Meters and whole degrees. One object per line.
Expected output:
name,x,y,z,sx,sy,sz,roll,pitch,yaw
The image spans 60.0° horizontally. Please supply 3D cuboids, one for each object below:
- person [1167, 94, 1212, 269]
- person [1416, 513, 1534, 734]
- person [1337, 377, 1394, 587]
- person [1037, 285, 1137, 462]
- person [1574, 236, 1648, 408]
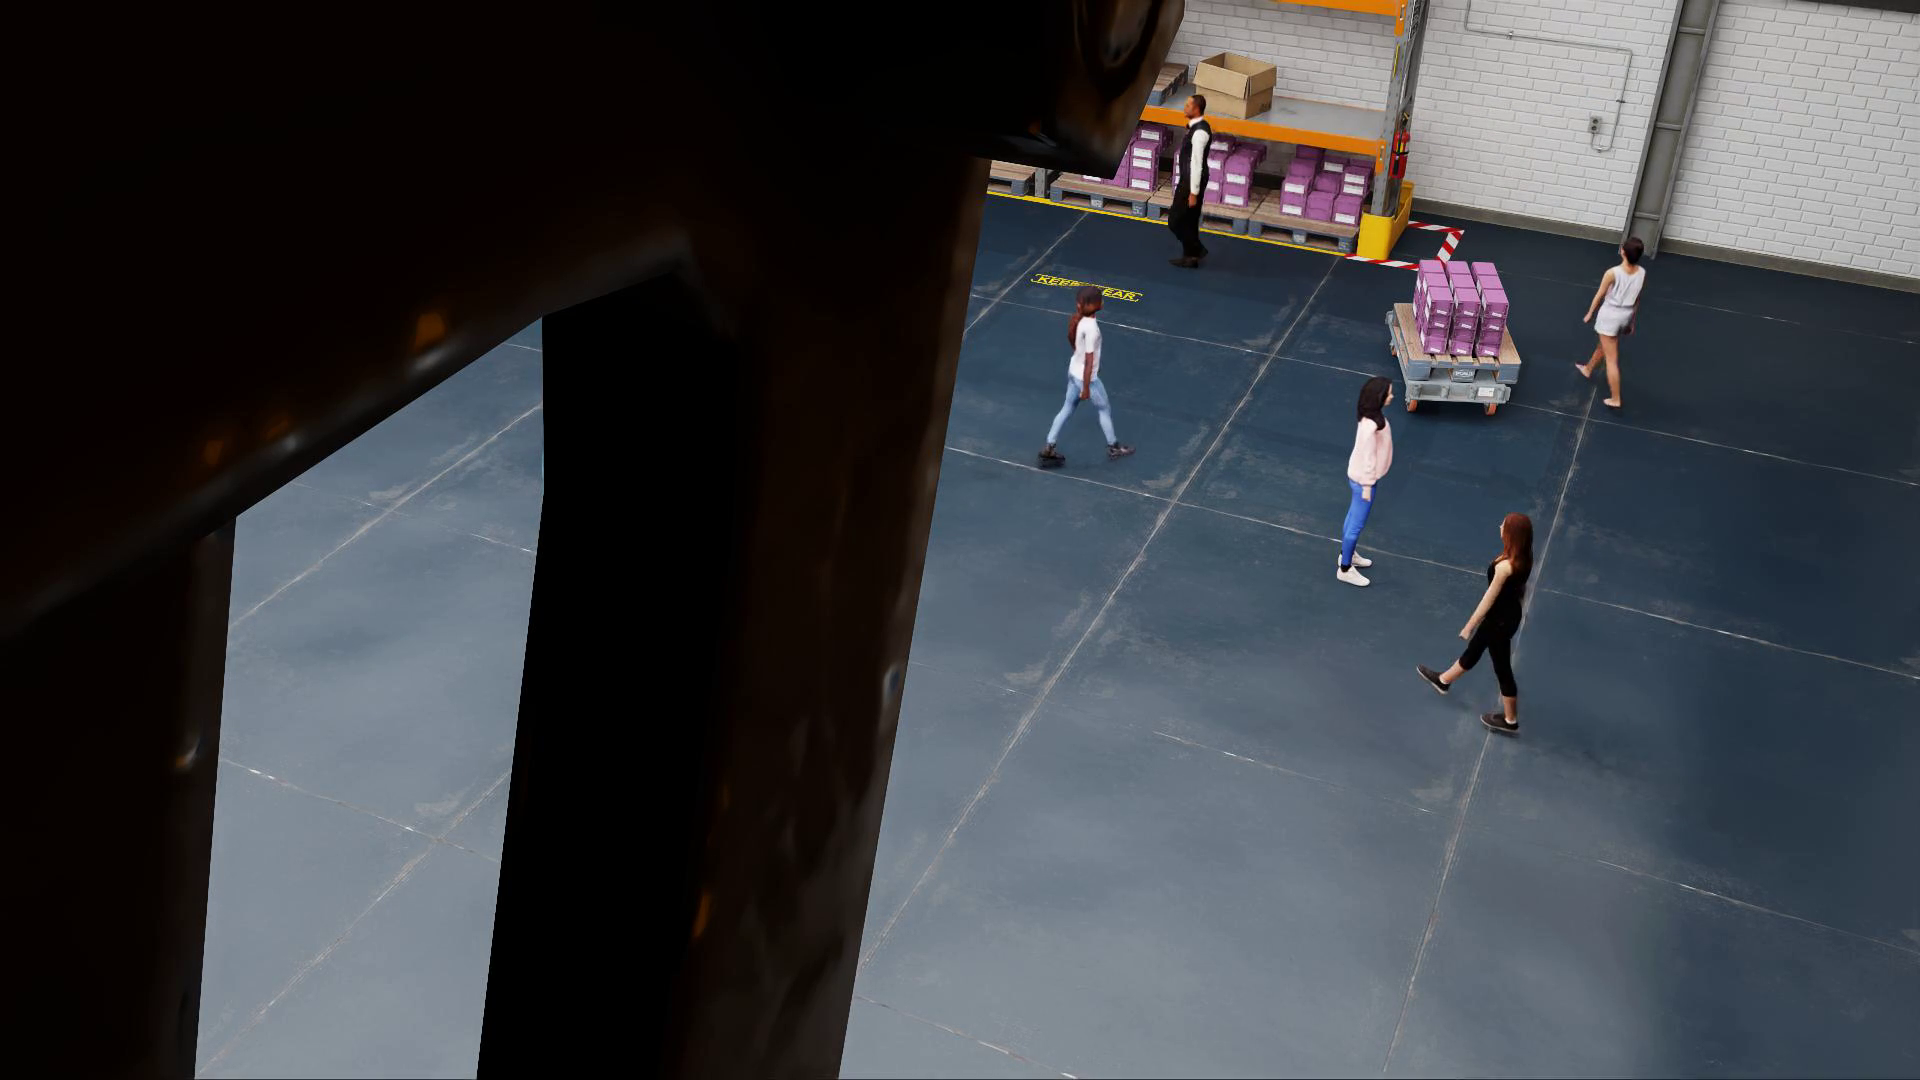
person,2.571,-3.796,17.753,0.792,1.909,0.803,6,34,8
person,3.767,0.605,11.324,1.106,1.696,0.742,23,40,30
person,3.131,-0.483,12.894,0.603,1.770,0.679,8,34,12
person,0.995,-1.378,14.326,1.180,1.677,1.034,-6,34,-10
person,6.065,-1.972,15.327,1.080,1.556,1.085,-8,34,-12
